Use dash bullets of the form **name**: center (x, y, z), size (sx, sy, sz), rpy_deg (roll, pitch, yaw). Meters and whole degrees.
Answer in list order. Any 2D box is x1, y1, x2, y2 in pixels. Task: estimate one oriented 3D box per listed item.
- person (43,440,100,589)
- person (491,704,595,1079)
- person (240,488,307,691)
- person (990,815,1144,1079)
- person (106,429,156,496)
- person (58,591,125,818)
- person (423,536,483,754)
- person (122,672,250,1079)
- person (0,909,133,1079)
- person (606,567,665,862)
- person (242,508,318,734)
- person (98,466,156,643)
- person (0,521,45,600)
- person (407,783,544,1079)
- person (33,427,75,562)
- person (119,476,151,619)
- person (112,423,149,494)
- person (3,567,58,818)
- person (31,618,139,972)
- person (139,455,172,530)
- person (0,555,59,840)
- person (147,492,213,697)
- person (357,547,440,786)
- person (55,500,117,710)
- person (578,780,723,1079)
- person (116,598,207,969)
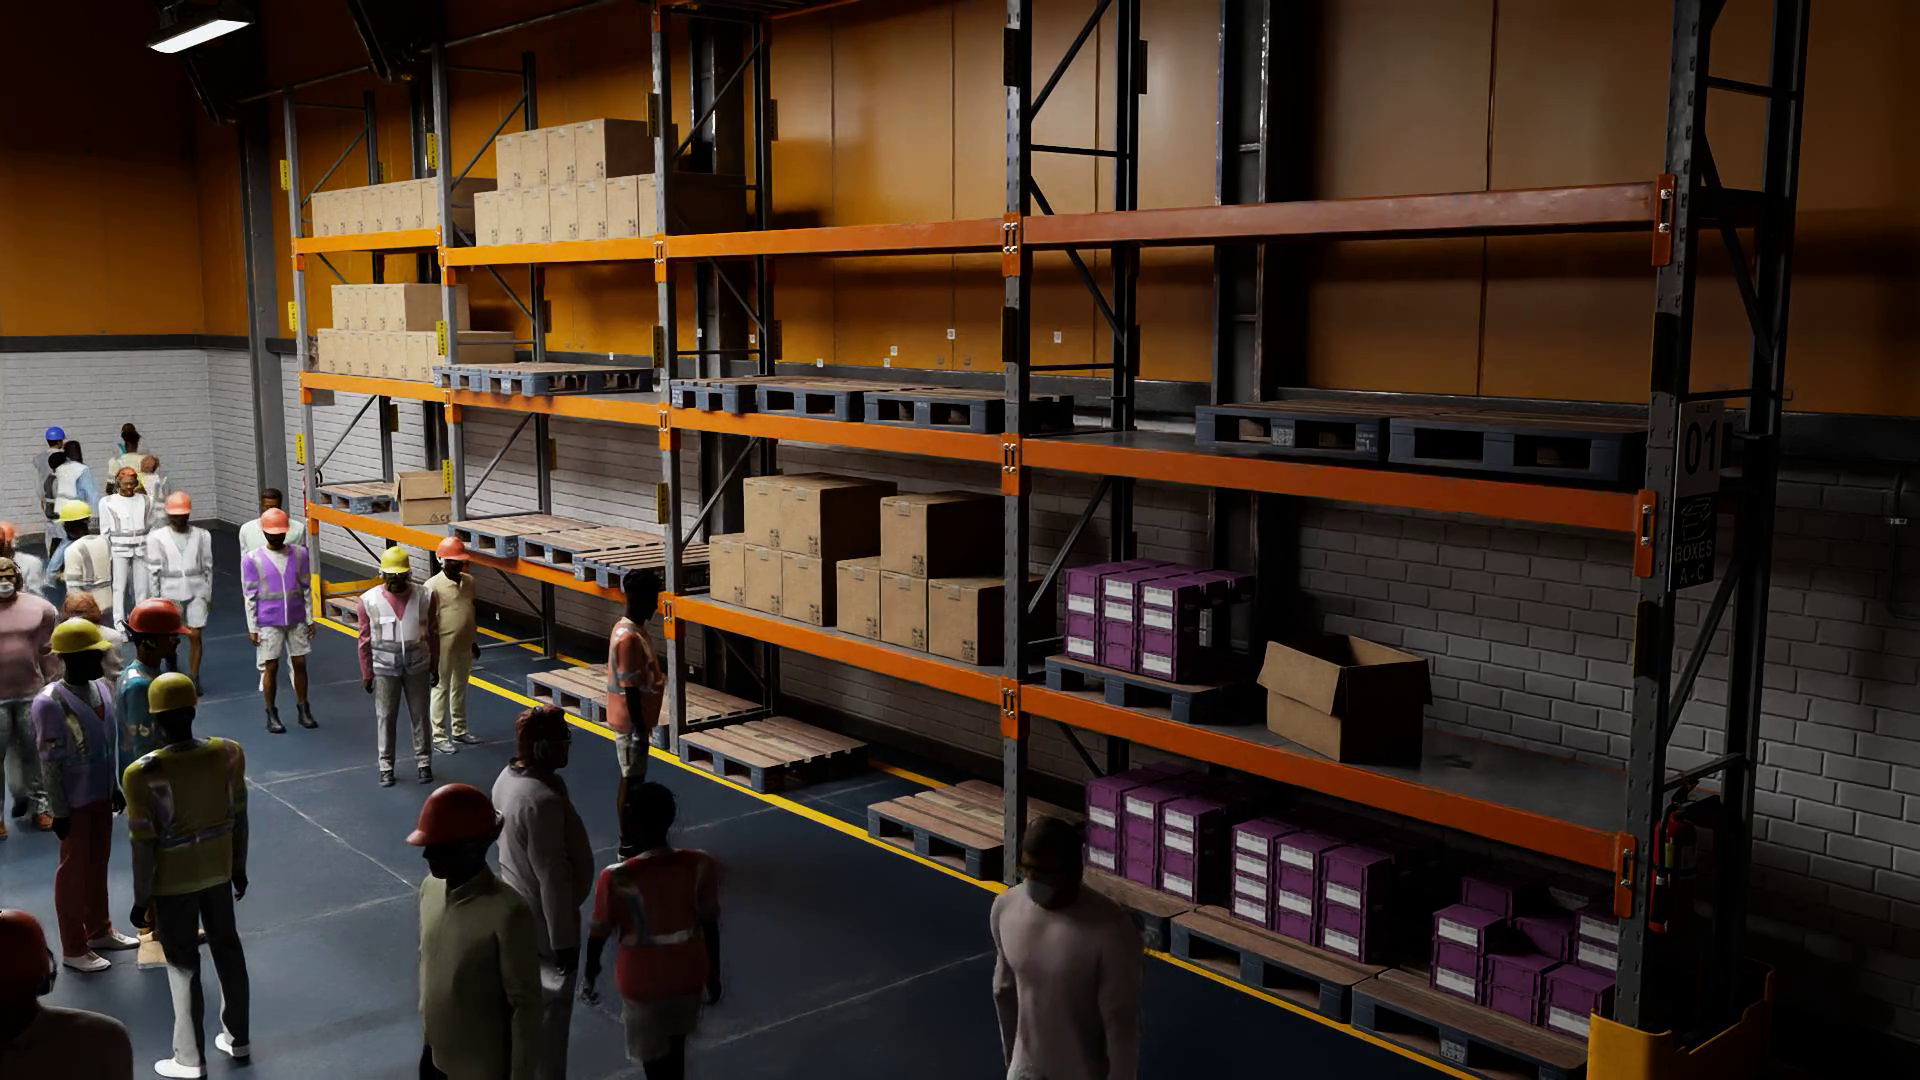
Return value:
- **person**: center (-11.163, -0.298, 20.896), size (0.777, 1.910, 0.614), rpy_deg (6, 10, 38)
- **person**: center (-1.802, 1.656, 7.299), size (0.409, 1.907, 0.649), rpy_deg (-5, 10, -31)
- **person**: center (-6.434, 0.455, 15.647), size (0.592, 1.910, 0.386), rpy_deg (-3, 9, -21)
- **person**: center (0.432, 1.856, 5.951), size (0.629, 1.910, 0.912), rpy_deg (6, 10, 35)
- **person**: center (-11.073, -0.514, 22.333), size (0.887, 1.929, 0.659), rpy_deg (7, 11, 42)
- **person**: center (-6.179, 1.155, 11.790), size (0.510, 1.621, 0.453), rpy_deg (-3, 9, -22)
- **person**: center (-4.103, 0.837, 13.514), size (0.341, 1.752, 0.563), rpy_deg (4, 9, 25)
- **person**: center (-3.631, 1.572, 7.824), size (0.383, 1.923, 0.590), rpy_deg (5, 10, 33)
- **person**: center (-2.641, 1.991, 4.715), size (0.617, 1.984, 0.408), rpy_deg (-3, 9, -21)
- **person**: center (-2.065, 1.148, 10.653), size (0.390, 1.958, 0.602), rpy_deg (-2, 8, -11)
- **person**: center (-5.739, 0.679, 14.057), size (0.548, 1.923, 0.390), rpy_deg (-7, 11, -39)
- **person**: center (-8.895, 0.150, 17.836), size (0.355, 1.887, 0.574), rpy_deg (8, 11, 43)
- **person**: center (-8.341, 0.675, 14.710), size (0.574, 1.732, 0.618), rpy_deg (-1, 8, -6)
- **person**: center (-1.712, 1.820, 5.849), size (0.613, 1.995, 0.391), rpy_deg (7, 11, 40)
- **person**: center (-12.238, -0.564, 22.590), size (0.601, 1.948, 0.386), rpy_deg (1, 8, 8)
- **person**: center (-9.292, 0.095, 18.798), size (0.507, 1.714, 0.411), rpy_deg (7, 11, 40)
- **person**: center (-12.278, -0.818, 24.705), size (0.512, 1.846, 0.340), rpy_deg (-2, 9, -16)
- **person**: center (-6.653, 1.060, 11.765), size (0.586, 1.820, 0.596), rpy_deg (-8, 11, -44)
- **person**: center (-4.800, 1.380, 9.135), size (0.356, 1.930, 0.592), rpy_deg (0, 8, 3)
- **person**: center (-10.650, -0.302, 21.894), size (0.527, 1.621, 0.531), rpy_deg (0, 8, 1)
- **person**: center (-6.469, 1.059, 11.341), size (0.630, 1.940, 0.372), rpy_deg (-8, 11, -42)
- **person**: center (-7.191, 0.492, 15.380), size (0.546, 1.917, 0.572), rpy_deg (-5, 9, -30)
- **person**: center (-4.215, 0.948, 12.531), size (0.586, 1.824, 0.404), rpy_deg (-4, 9, -24)
- **person**: center (-7.662, 0.603, 14.590), size (0.406, 1.918, 0.591), rpy_deg (0, 8, 2)
- **person**: center (-1.300, 1.821, 6.957), size (0.557, 1.652, 0.810), rpy_deg (-6, 10, -35)
- **person**: center (-4.405, 1.326, 9.166), size (0.403, 2.035, 0.605), rpy_deg (-3, 9, -20)
